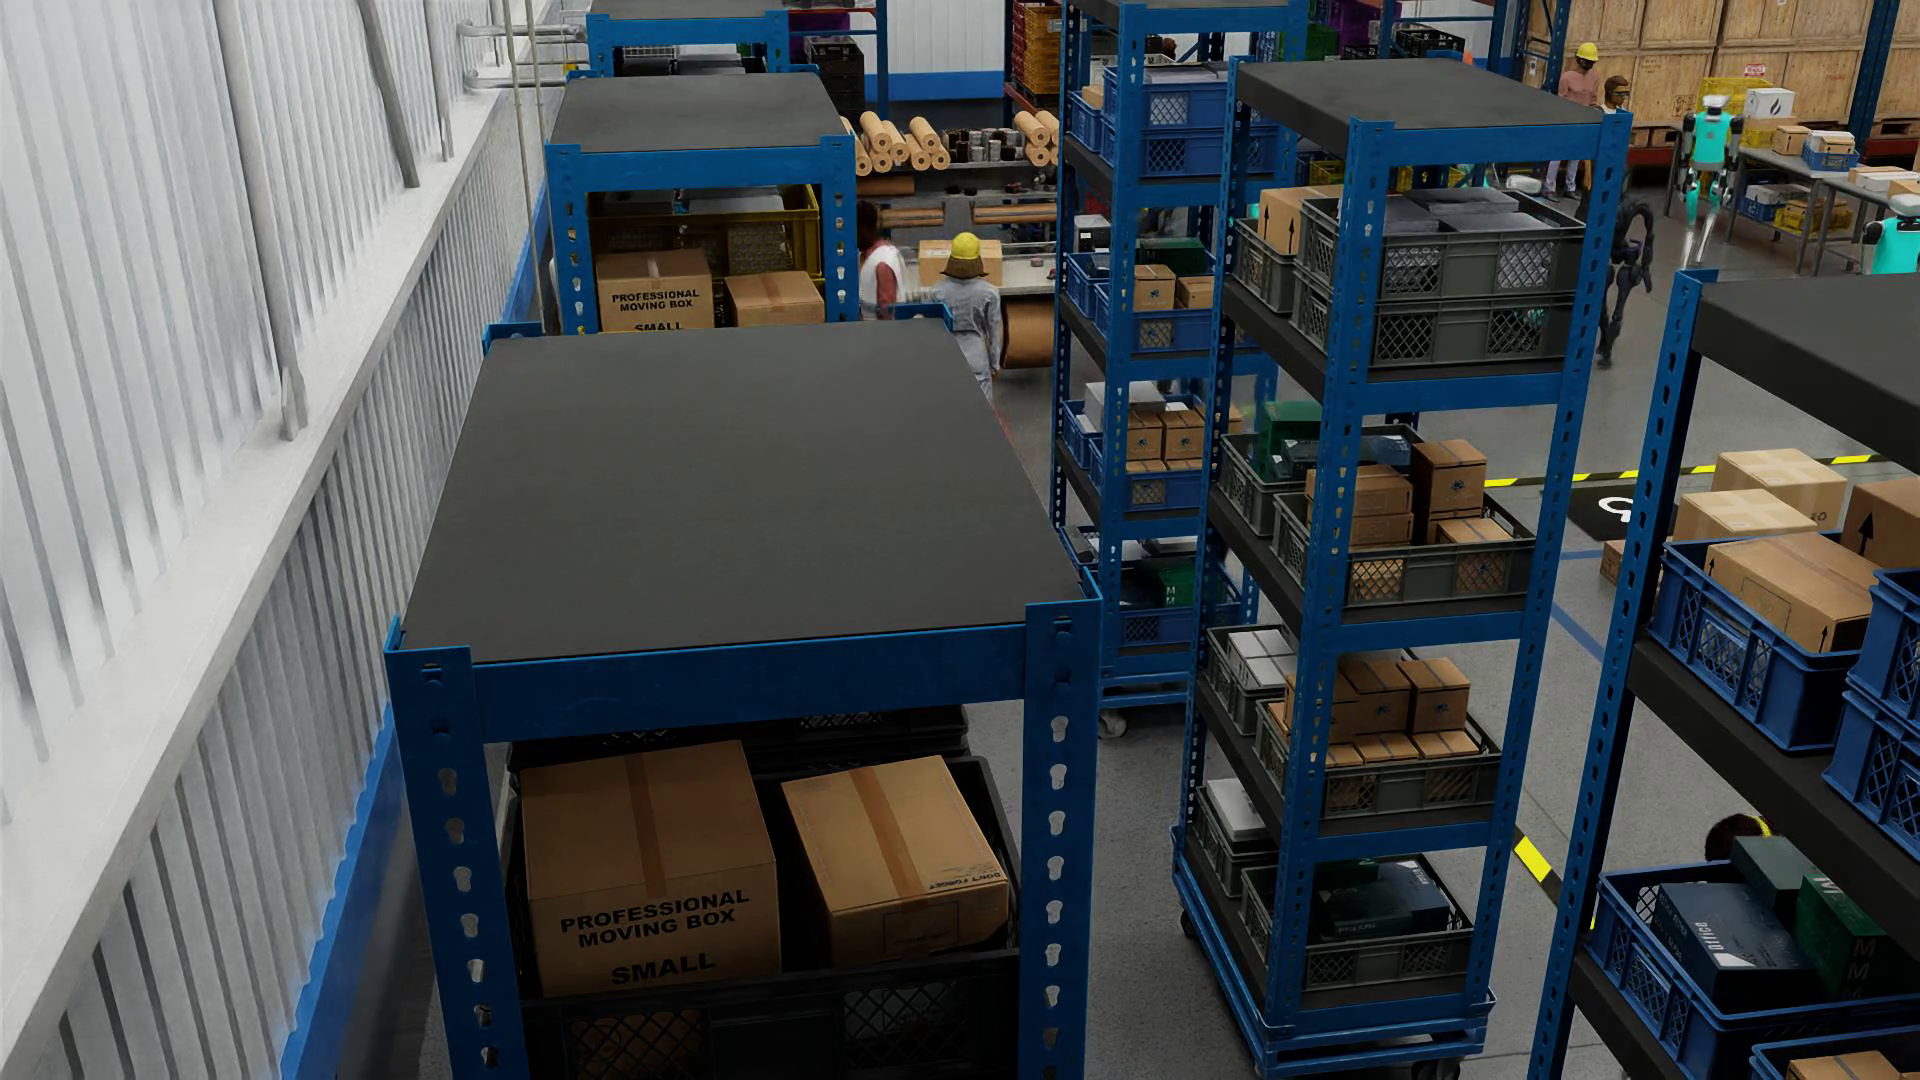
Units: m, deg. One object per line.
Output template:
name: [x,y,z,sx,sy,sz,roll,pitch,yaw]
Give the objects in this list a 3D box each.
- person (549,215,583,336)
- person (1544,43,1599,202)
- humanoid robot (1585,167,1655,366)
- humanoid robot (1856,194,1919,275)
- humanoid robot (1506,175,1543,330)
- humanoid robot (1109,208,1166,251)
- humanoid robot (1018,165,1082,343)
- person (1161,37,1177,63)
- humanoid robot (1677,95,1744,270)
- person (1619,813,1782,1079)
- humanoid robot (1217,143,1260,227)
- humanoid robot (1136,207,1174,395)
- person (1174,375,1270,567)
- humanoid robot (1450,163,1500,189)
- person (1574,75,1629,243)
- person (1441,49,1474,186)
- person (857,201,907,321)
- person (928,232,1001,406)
person: [-2.486,-1.283,11.199,0.565,1.846,0.390,11,27,22]
person: [6.918,-4.693,18.719,0.523,1.761,0.336,-7,26,-16]
humanoid robot: [5.331,-2.232,13.508,0.611,1.615,0.758,16,29,31]
humanoid robot: [6.647,-1.547,11.748,0.533,1.673,0.735,0,25,1]
humanoid robot: [4.356,-1.861,12.645,0.759,1.847,0.550,-7,26,-14]
humanoid robot: [1.322,-2.043,13.106,0.599,1.619,0.749,17,30,33]
humanoid robot: [0.780,-2.469,13.984,0.615,1.649,0.344,-6,25,-12]
person: [2.233,-4.672,18.592,0.430,1.833,0.620,10,26,20]
humanoid robot: [7.177,-3.416,15.998,0.556,1.784,0.848,13,28,26]
person: [2.056,1.591,4.956,0.548,1.848,0.613,8,26,16]
humanoid robot: [2.612,-3.038,15.179,0.547,1.741,1.044,1,25,2]
humanoid robot: [1.458,-1.692,12.321,0.584,1.627,0.678,22,33,39]
person: [1.524,-0.597,9.713,0.601,1.836,0.479,-2,25,-4]
humanoid robot: [5.168,-3.714,16.719,0.531,1.885,0.787,-7,26,-15]
person: [6.258,-3.607,16.264,0.503,1.839,0.337,-18,30,-34]
person: [5.177,-4.146,17.357,0.589,1.901,0.778,6,25,14]
person: [-0.554,-1.371,11.338,0.472,1.889,0.614,-4,25,-9]
person: [0.029,-1.195,11.129,0.493,1.742,0.305,1,25,2]
